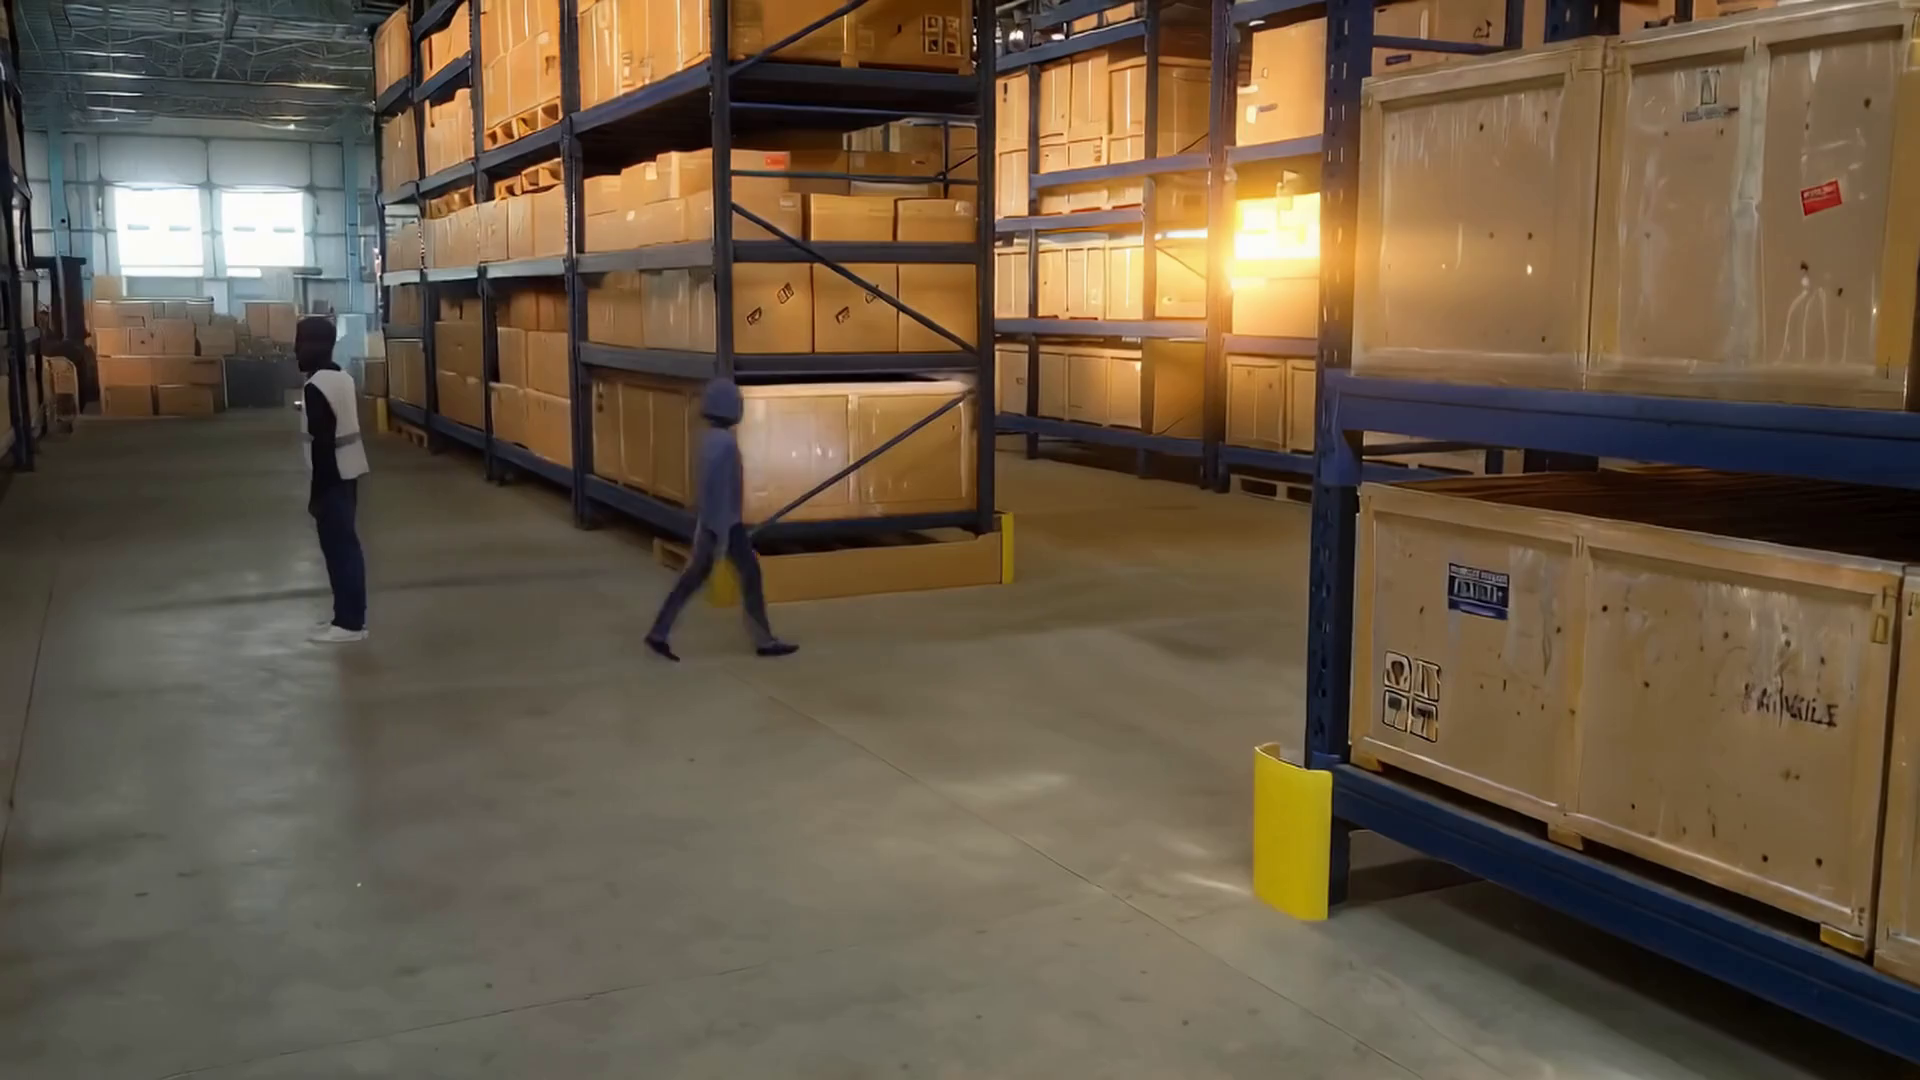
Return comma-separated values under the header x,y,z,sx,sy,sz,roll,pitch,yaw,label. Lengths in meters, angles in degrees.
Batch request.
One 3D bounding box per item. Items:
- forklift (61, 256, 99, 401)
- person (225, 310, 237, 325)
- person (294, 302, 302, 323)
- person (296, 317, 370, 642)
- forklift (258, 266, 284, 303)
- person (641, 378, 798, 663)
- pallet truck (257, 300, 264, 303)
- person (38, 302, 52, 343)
x,y,z,sx,sy,sz,roll,pitch,yaw,label
-17.026,-4.059,32.076,1.873,2.768,1.129,-4,9,-27,forklift
-27.157,-7.770,62.005,0.546,1.616,0.596,1,8,6,person
-21.733,-6.840,54.577,0.637,1.920,0.828,6,10,36,person
-3.702,-0.355,9.841,0.372,1.916,0.596,-1,8,-6,person
-17.061,-5.406,41.365,1.873,2.768,1.129,-6,10,-34,forklift
-1.361,-0.103,9.216,0.855,1.595,0.500,-5,9,-29,person
-23.913,-7.404,58.171,1.885,1.965,0.823,-1,8,-9,pallet truck
-26.130,-5.819,47.441,0.635,1.938,0.361,1,8,4,person
